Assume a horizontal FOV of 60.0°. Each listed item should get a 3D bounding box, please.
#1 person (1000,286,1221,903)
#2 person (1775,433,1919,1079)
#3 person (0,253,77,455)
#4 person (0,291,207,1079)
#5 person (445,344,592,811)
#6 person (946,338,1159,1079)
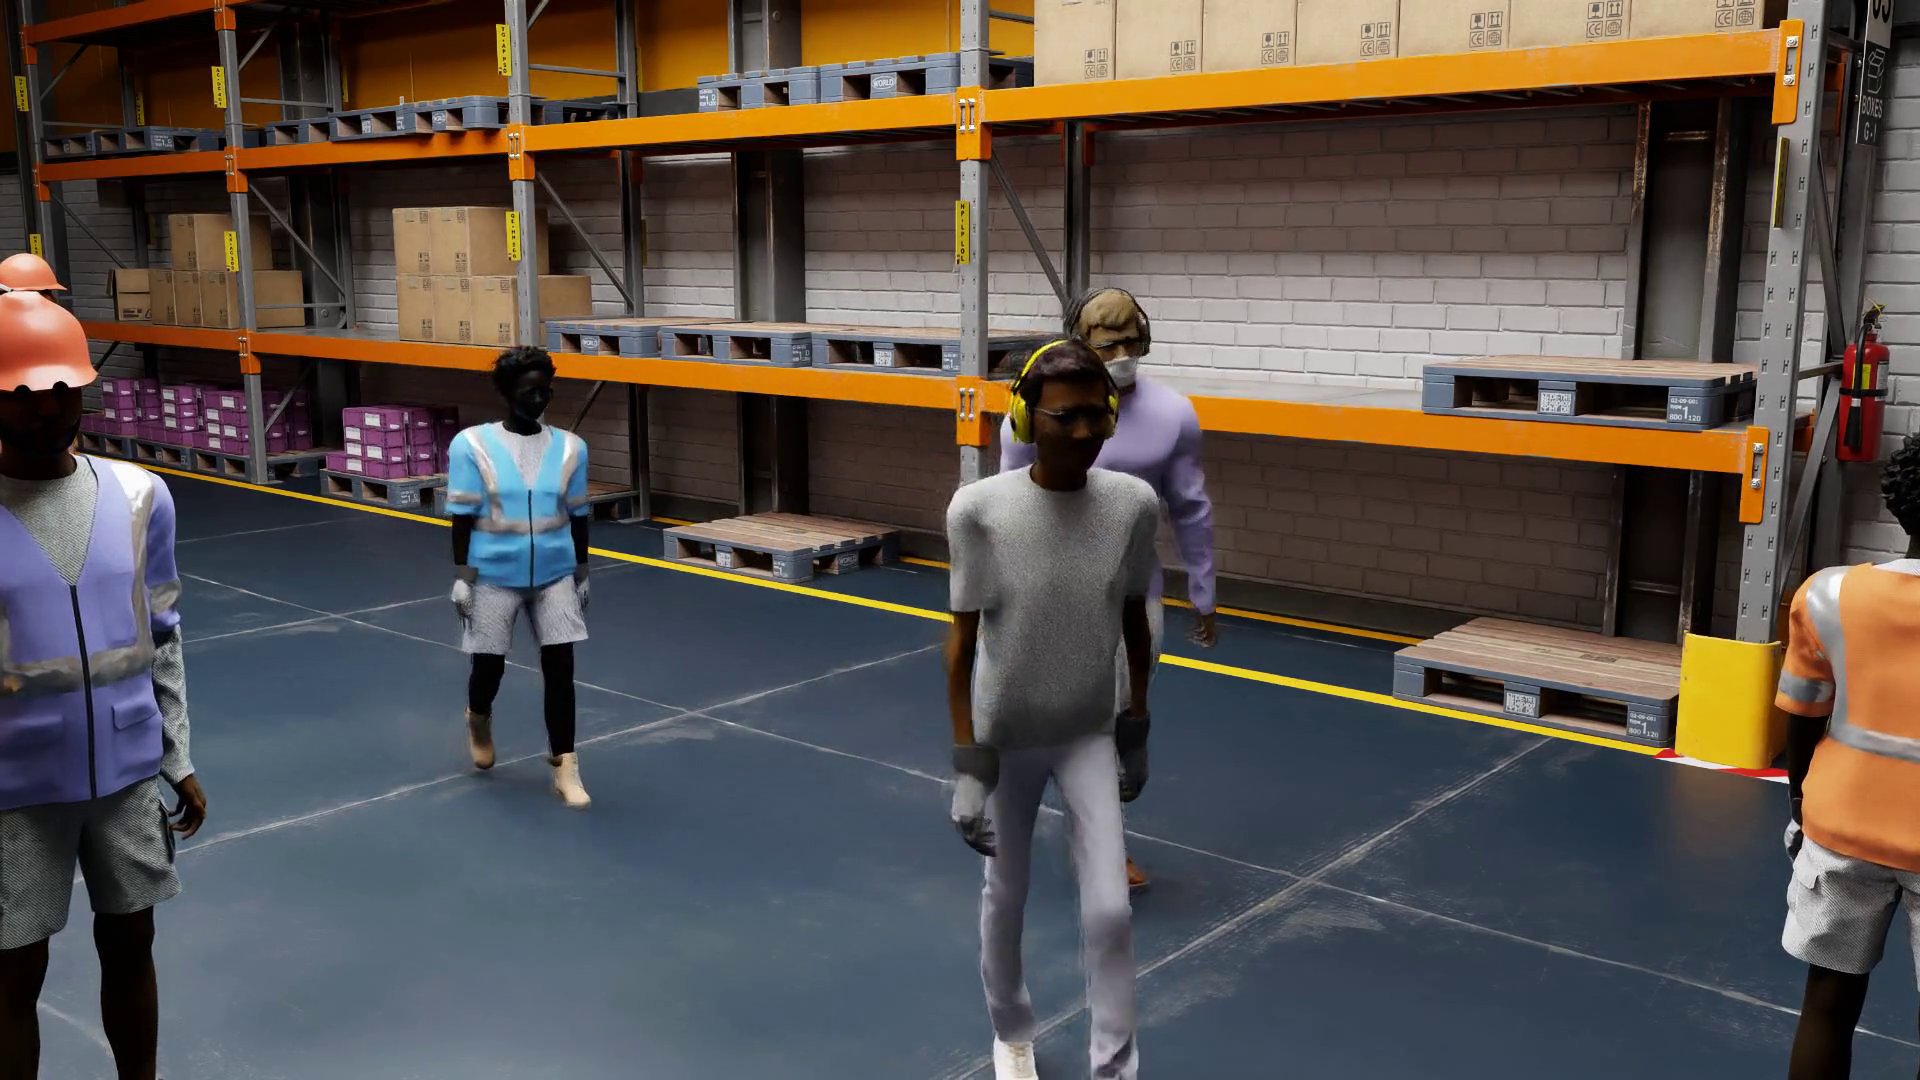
[{"bbox_3d":[0.458,0.194,5.060,0.727,1.903,0.576,-4,11,-23],"label":"person"},{"bbox_3d":[1.892,0.606,3.308,0.319,1.697,0.532,-8,13,-40],"label":"person"},{"bbox_3d":[-4.434,-0.370,8.018,0.609,1.995,0.376,7,12,33],"label":"person"},{"bbox_3d":[-1.817,0.472,3.387,0.357,1.937,0.550,8,13,39],"label":"person"},{"bbox_3d":[-1.609,0.120,6.090,0.557,1.682,0.651,-6,11,-29],"label":"person"},{"bbox_3d":[0.217,0.477,3.680,0.509,1.825,0.836,-2,10,-9],"label":"person"}]
